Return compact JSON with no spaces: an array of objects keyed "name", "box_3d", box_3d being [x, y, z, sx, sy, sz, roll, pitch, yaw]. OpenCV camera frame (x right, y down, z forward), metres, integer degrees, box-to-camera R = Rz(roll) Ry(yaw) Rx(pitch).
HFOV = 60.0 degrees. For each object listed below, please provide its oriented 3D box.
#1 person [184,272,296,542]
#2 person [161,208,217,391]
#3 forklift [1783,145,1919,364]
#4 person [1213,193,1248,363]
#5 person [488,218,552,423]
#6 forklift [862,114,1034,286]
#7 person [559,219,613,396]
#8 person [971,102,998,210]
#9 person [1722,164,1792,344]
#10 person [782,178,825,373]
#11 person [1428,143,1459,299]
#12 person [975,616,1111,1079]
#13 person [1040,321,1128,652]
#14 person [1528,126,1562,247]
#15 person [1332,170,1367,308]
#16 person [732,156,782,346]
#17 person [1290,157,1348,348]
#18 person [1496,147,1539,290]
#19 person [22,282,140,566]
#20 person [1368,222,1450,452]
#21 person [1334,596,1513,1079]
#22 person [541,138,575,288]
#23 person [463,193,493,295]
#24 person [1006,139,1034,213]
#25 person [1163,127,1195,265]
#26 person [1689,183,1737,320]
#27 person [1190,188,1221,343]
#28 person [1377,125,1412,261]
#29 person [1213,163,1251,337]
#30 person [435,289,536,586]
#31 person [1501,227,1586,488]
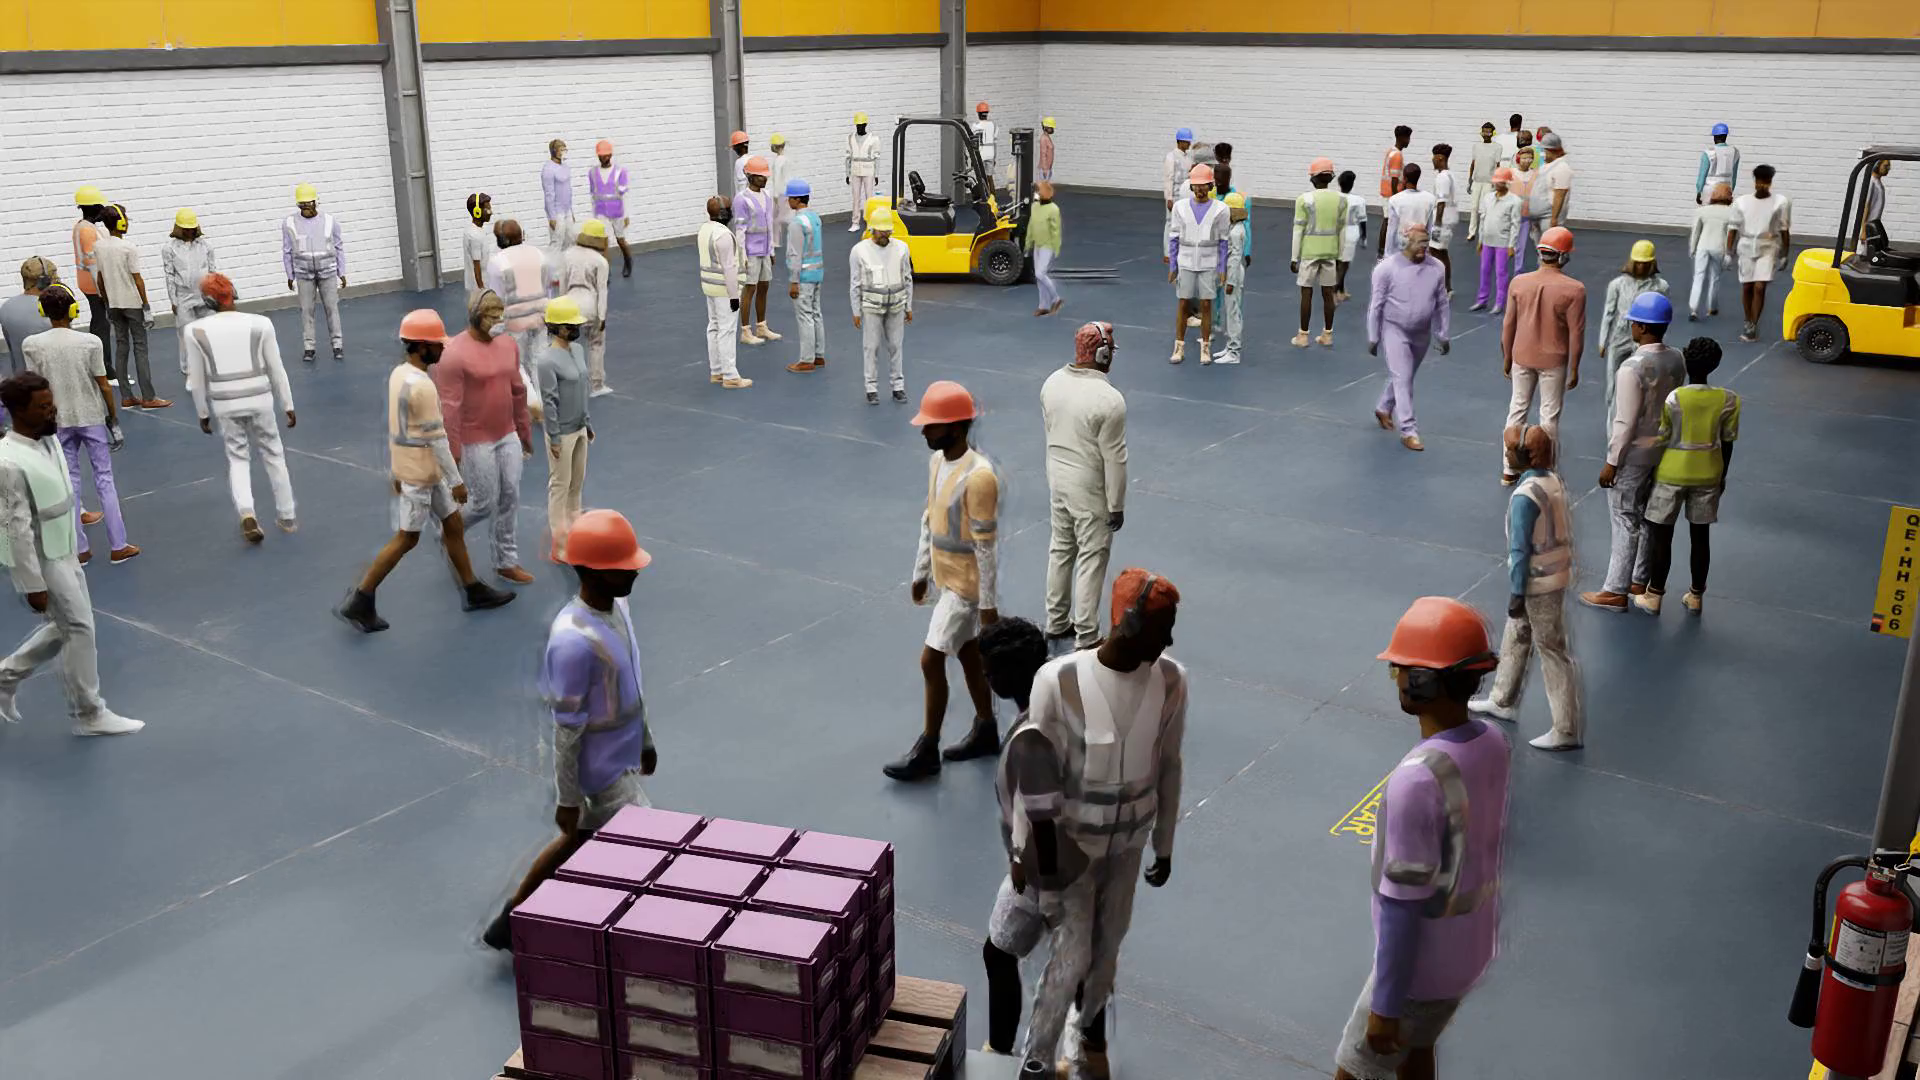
[{"name":"person","box_3d":[-4.886,-0.892,11.350,0.646,1.857,0.641,-6,19,-19]},{"name":"person","box_3d":[-7.344,-2.312,15.981,0.484,1.736,0.305,-15,23,-39]},{"name":"forklift","box_3d":[9.803,-2.879,17.013,2.313,2.155,1.214,12,21,33]},{"name":"person","box_3d":[2.794,-2.704,17.196,0.295,1.743,0.493,2,18,7]},{"name":"person","box_3d":[-3.817,-1.890,14.528,0.436,1.819,0.653,16,24,41]},{"name":"forklift","box_3d":[-0.171,-4.594,22.377,2.313,2.155,1.214,1,18,3]},{"name":"person","box_3d":[-3.554,-2.108,15.430,0.545,1.685,0.810,5,18,16]},{"name":"person","box_3d":[0.425,-6.969,30.247,0.539,1.929,0.386,-11,21,-31]},{"name":"person","box_3d":[8.698,-3.135,18.228,0.620,1.928,0.769,14,22,37]},{"name":"person","box_3d":[-1.571,-2.651,16.724,0.410,1.939,0.601,4,18,12]},{"name":"person","box_3d":[6.061,-3.988,20.884,0.461,1.939,0.647,8,20,25]},{"name":"person","box_3d":[0.225,1.067,5.535,0.698,1.653,0.563,4,18,13]},{"name":"person","box_3d":[0.728,-0.290,9.404,0.401,1.900,0.636,-13,22,-35]},{"name":"person","box_3d":[8.937,-5.449,25.669,0.600,1.806,0.930,-1,18,-4]},{"name":"person","box_3d":[4.709,-3.712,20.491,0.533,1.663,0.873,13,22,34]},{"name":"person","box_3d":[-2.190,-3.142,18.097,0.398,2.034,0.610,9,20,27]},{"name":"person","box_3d":[3.848,-3.093,17.950,0.607,2.035,0.406,-4,18,-14]},{"name":"person","box_3d":[7.262,-4.184,21.662,0.565,1.843,0.389,-2,18,-6]},{"name":"person","box_3d":[-5.754,-0.748,10.874,0.508,1.872,0.328,-4,18,-11]},{"name":"person","box_3d":[3.778,-1.761,14.067,0.654,1.861,1.008,-4,18,-14]},{"name":"person","box_3d":[1.263,1.146,4.696,0.453,2.031,0.634,14,23,38]},{"name":"person","box_3d":[-5.265,-4.290,21.866,0.372,1.932,0.623,3,18,11]},{"name":"person","box_3d":[-4.634,-2.424,16.140,0.324,1.861,0.510,-6,19,-18]},{"name":"person","box_3d":[0.891,-5.159,24.728,0.403,1.834,0.588,-5,18,-15]},{"name":"person","box_3d":[3.141,-4.914,23.804,0.418,1.939,0.615,15,23,39]},{"name":"person","box_3d":[8.850,-3.399,19.617,0.520,1.595,0.851,13,22,36]},{"name":"person","box_3d":[2.695,-3.025,18.205,0.558,1.737,0.454,15,23,40]},{"name":"person","box_3d":[6.293,-5.020,24.114,0.391,1.955,0.620,4,18,13]},{"name":"person","box_3d":[2.951,-3.252,18.646,0.644,1.906,0.461,13,22,36]},{"name":"person","box_3d":[-3.036,-0.641,10.476,0.586,1.911,0.665,10,20,28]},{"name":"person","box_3d":[4.412,-1.367,12.605,0.614,1.993,0.395,15,23,40]}]
